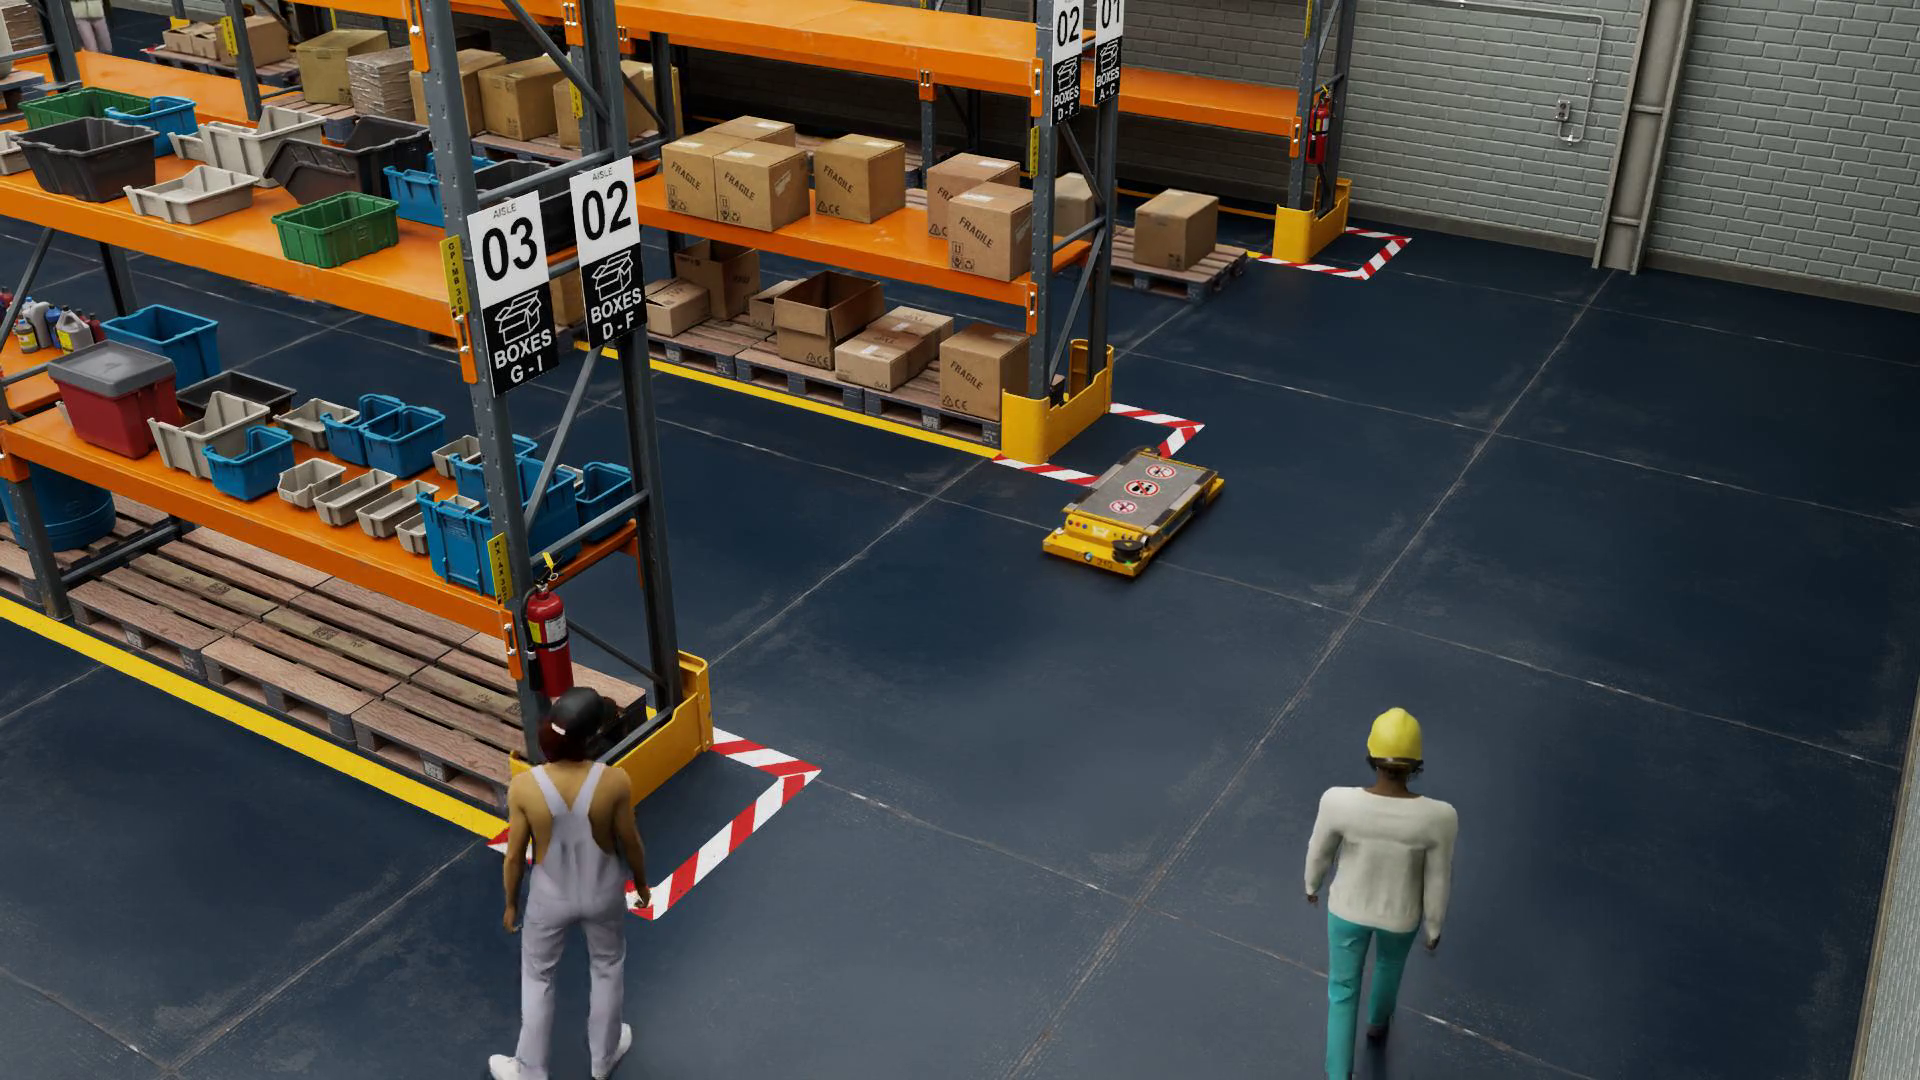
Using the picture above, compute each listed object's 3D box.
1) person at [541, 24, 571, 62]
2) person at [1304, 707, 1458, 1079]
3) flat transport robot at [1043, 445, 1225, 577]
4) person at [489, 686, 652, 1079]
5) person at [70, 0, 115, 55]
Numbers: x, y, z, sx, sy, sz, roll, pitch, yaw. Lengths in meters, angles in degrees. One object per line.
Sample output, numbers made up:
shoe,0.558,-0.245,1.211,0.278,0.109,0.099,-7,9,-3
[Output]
person,-4.062,-4.483,17.217,0.532,1.694,0.320,10,31,18
person,1.640,1.401,6.610,0.544,1.733,0.777,6,30,11
flat transport robot,1.175,-0.213,11.016,0.659,0.231,1.431,16,33,27
person,-1.585,1.388,6.556,0.723,1.818,0.419,-7,30,-13
person,-10.854,-6.499,20.696,0.569,1.819,0.641,-23,37,-36
